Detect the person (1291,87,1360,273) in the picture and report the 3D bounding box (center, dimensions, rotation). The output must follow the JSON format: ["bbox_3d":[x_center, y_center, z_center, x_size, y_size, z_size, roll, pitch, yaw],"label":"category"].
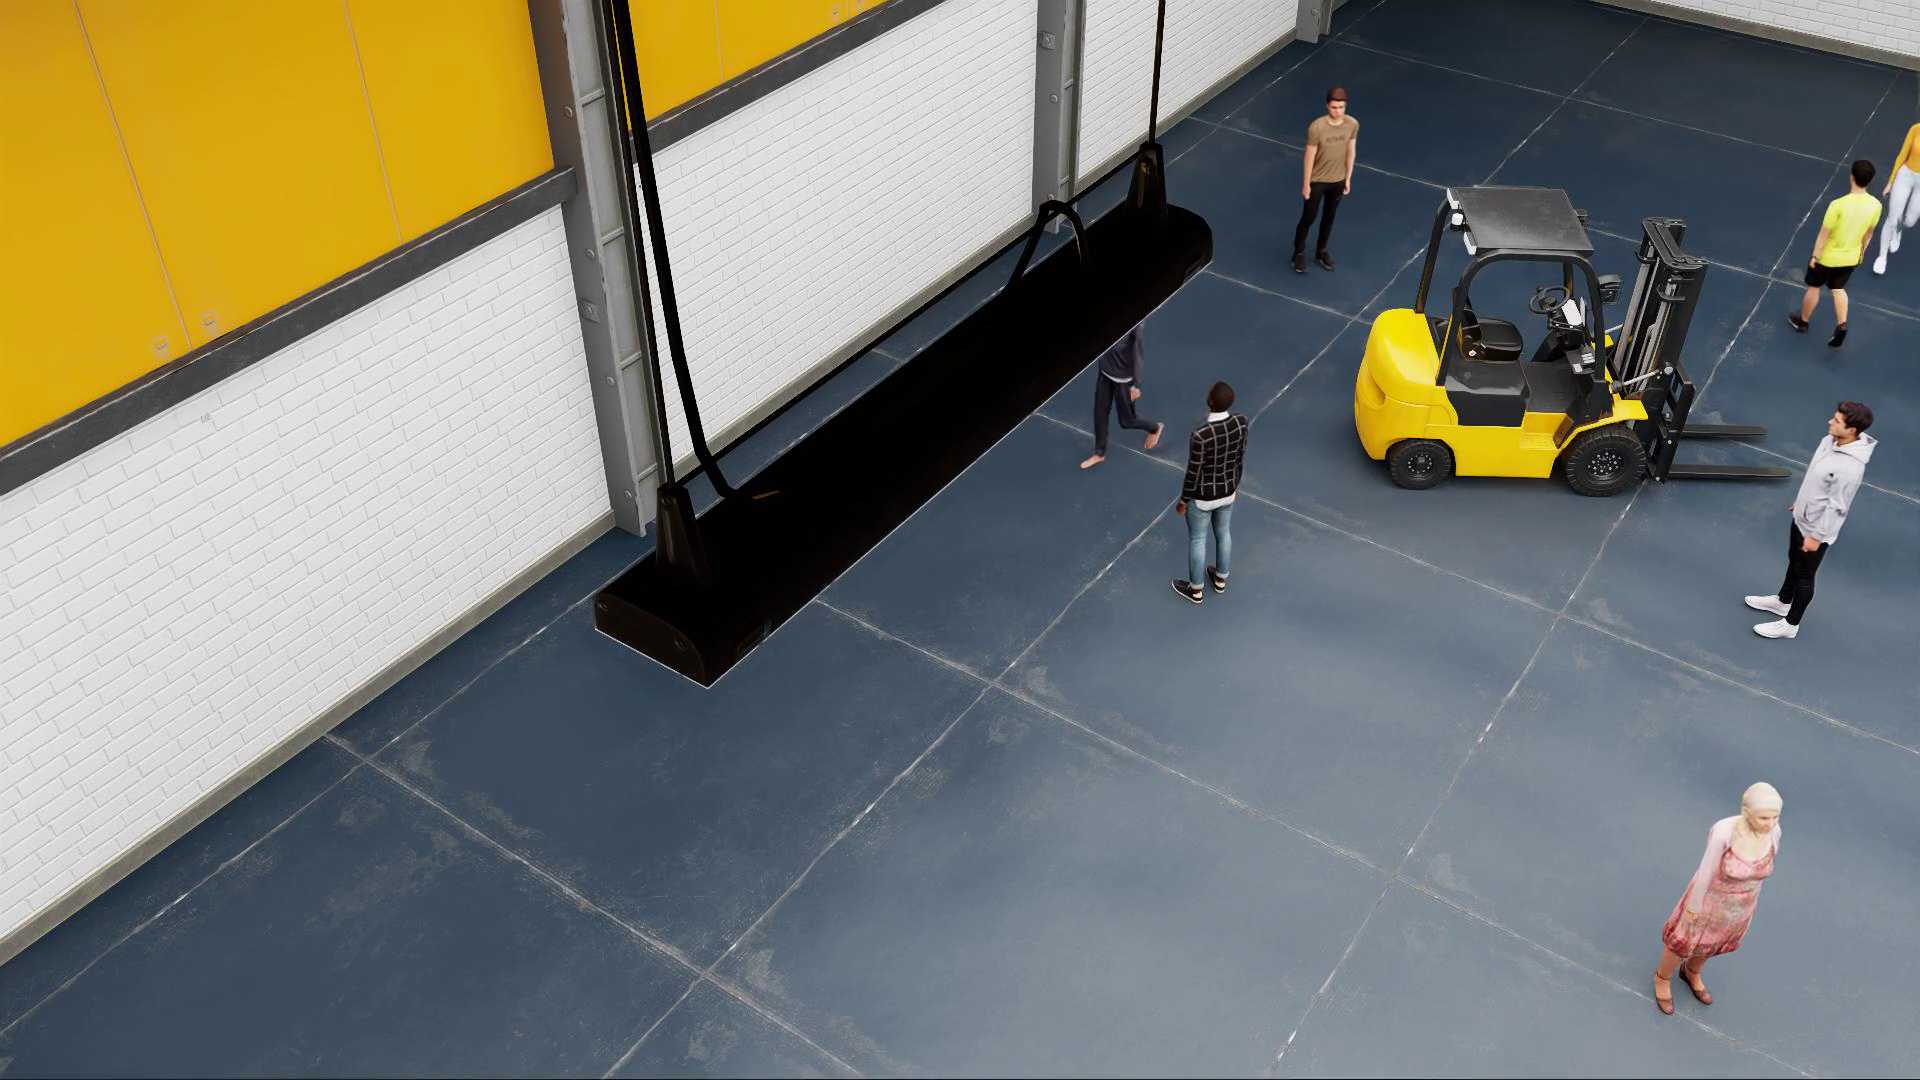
[{"bbox_3d":[3.450,-3.418,15.694,0.740,1.844,0.806,-9,40,-12],"label":"person"}]

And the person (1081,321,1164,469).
[{"bbox_3d":[1.328,-1.345,13.209,1.053,1.707,0.846,-22,43,-25],"label":"person"}]

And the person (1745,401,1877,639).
[{"bbox_3d":[5.950,-0.145,11.527,0.823,1.929,0.674,6,39,8],"label":"person"}]

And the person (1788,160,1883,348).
[{"bbox_3d":[7.772,-2.482,14.646,0.937,1.689,1.060,1,39,1],"label":"person"}]

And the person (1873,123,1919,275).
[{"bbox_3d":[9.018,-3.396,15.751,0.664,1.739,0.881,17,42,20],"label":"person"}]

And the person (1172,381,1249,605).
[{"bbox_3d":[1.802,-0.339,11.858,0.671,1.820,0.806,-17,42,-20],"label":"person"}]

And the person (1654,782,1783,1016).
[{"bbox_3d":[4.158,1.943,9.104,0.677,1.692,0.746,-9,39,-11],"label":"person"}]
